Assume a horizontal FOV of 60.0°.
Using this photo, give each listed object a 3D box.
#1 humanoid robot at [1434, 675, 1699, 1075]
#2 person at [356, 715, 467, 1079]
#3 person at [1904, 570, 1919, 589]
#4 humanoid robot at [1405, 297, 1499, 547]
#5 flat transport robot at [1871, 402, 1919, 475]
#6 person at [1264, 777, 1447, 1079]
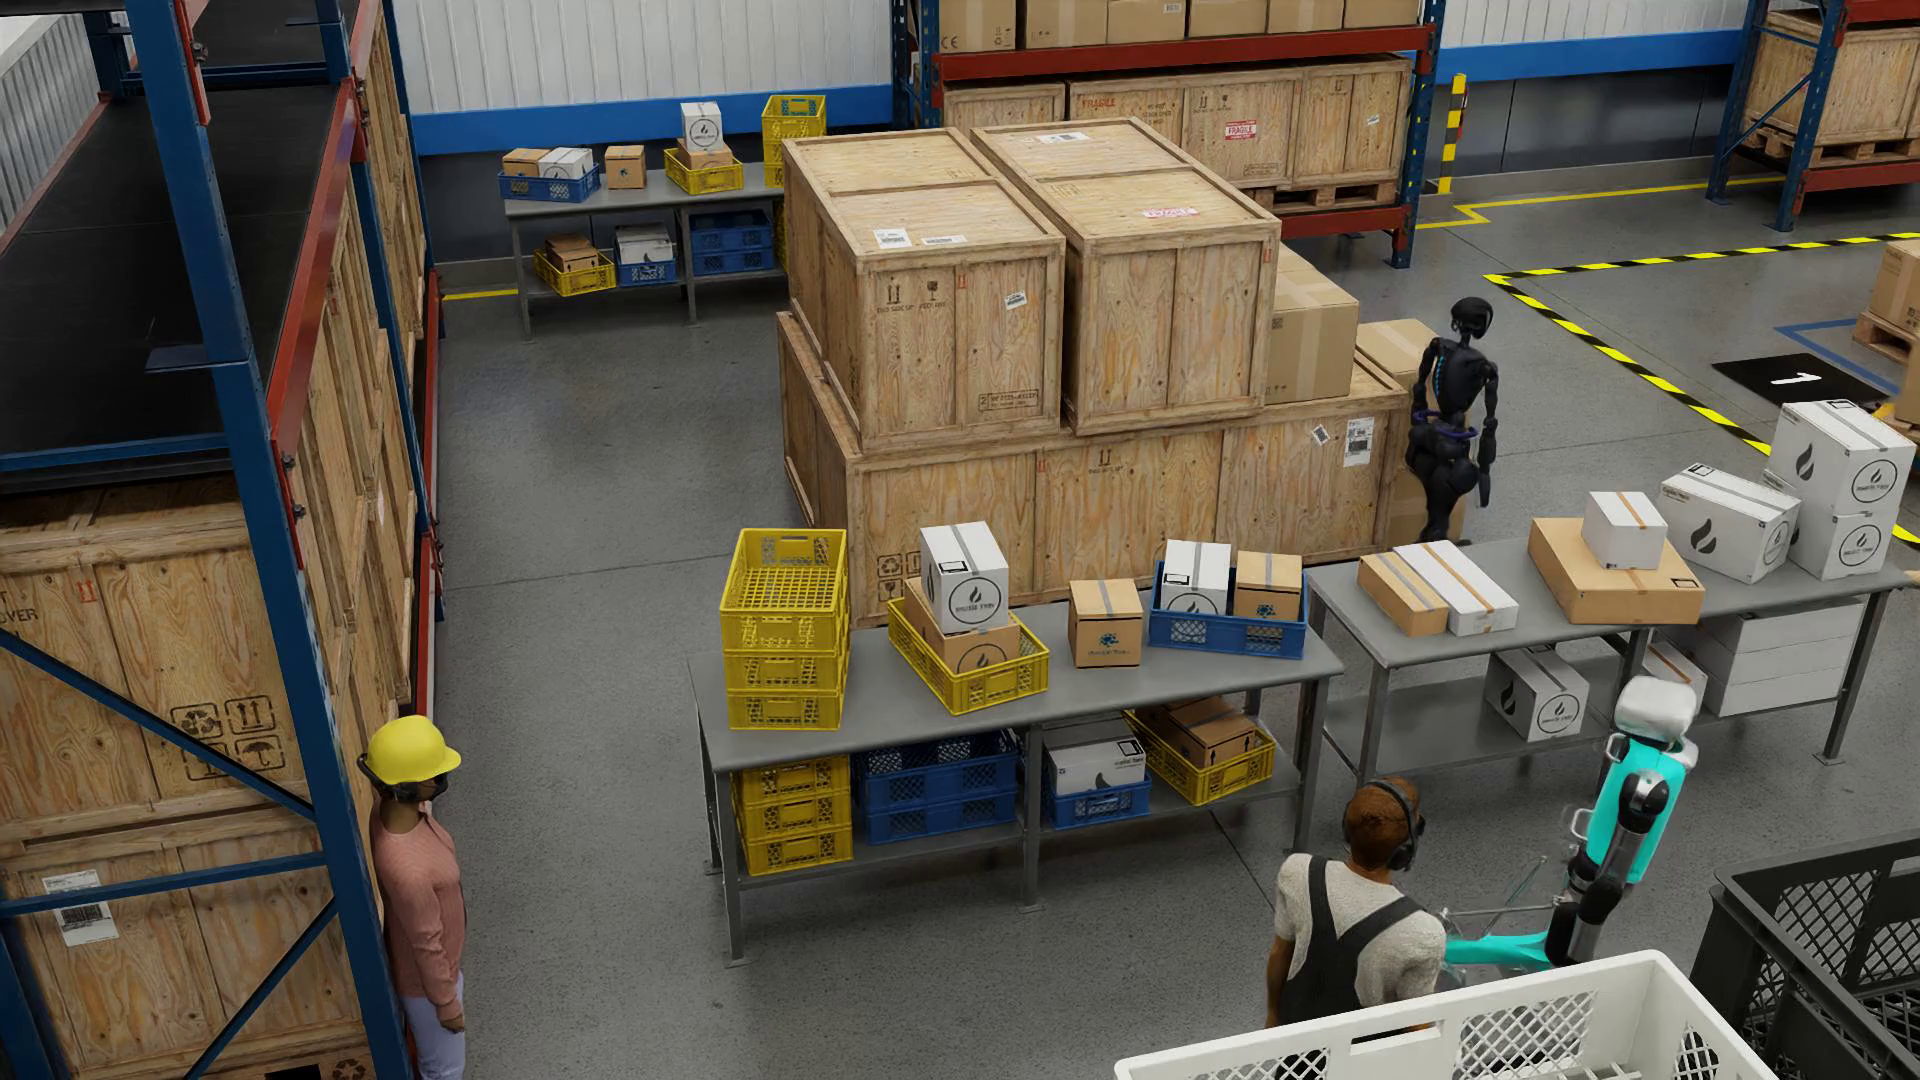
[{"bbox_3d":[1.917,1.189,5.450,0.917,1.767,0.543,14,32,23],"label":"humanoid robot"},{"bbox_3d":[-1.631,1.304,5.207,0.336,1.761,0.522,-11,31,-19],"label":"person"},{"bbox_3d":[5.198,-0.546,8.281,0.397,2.033,0.605,2,29,4],"label":"person"},{"bbox_3d":[2.549,-0.477,8.545,0.717,1.629,0.608,-15,32,-25],"label":"humanoid robot"},{"bbox_3d":[6.036,-0.519,10.030,1.431,0.197,0.652,24,37,37],"label":"flat transport robot"},{"bbox_3d":[1.108,1.467,4.834,0.507,1.837,0.334,21,35,33],"label":"person"}]
